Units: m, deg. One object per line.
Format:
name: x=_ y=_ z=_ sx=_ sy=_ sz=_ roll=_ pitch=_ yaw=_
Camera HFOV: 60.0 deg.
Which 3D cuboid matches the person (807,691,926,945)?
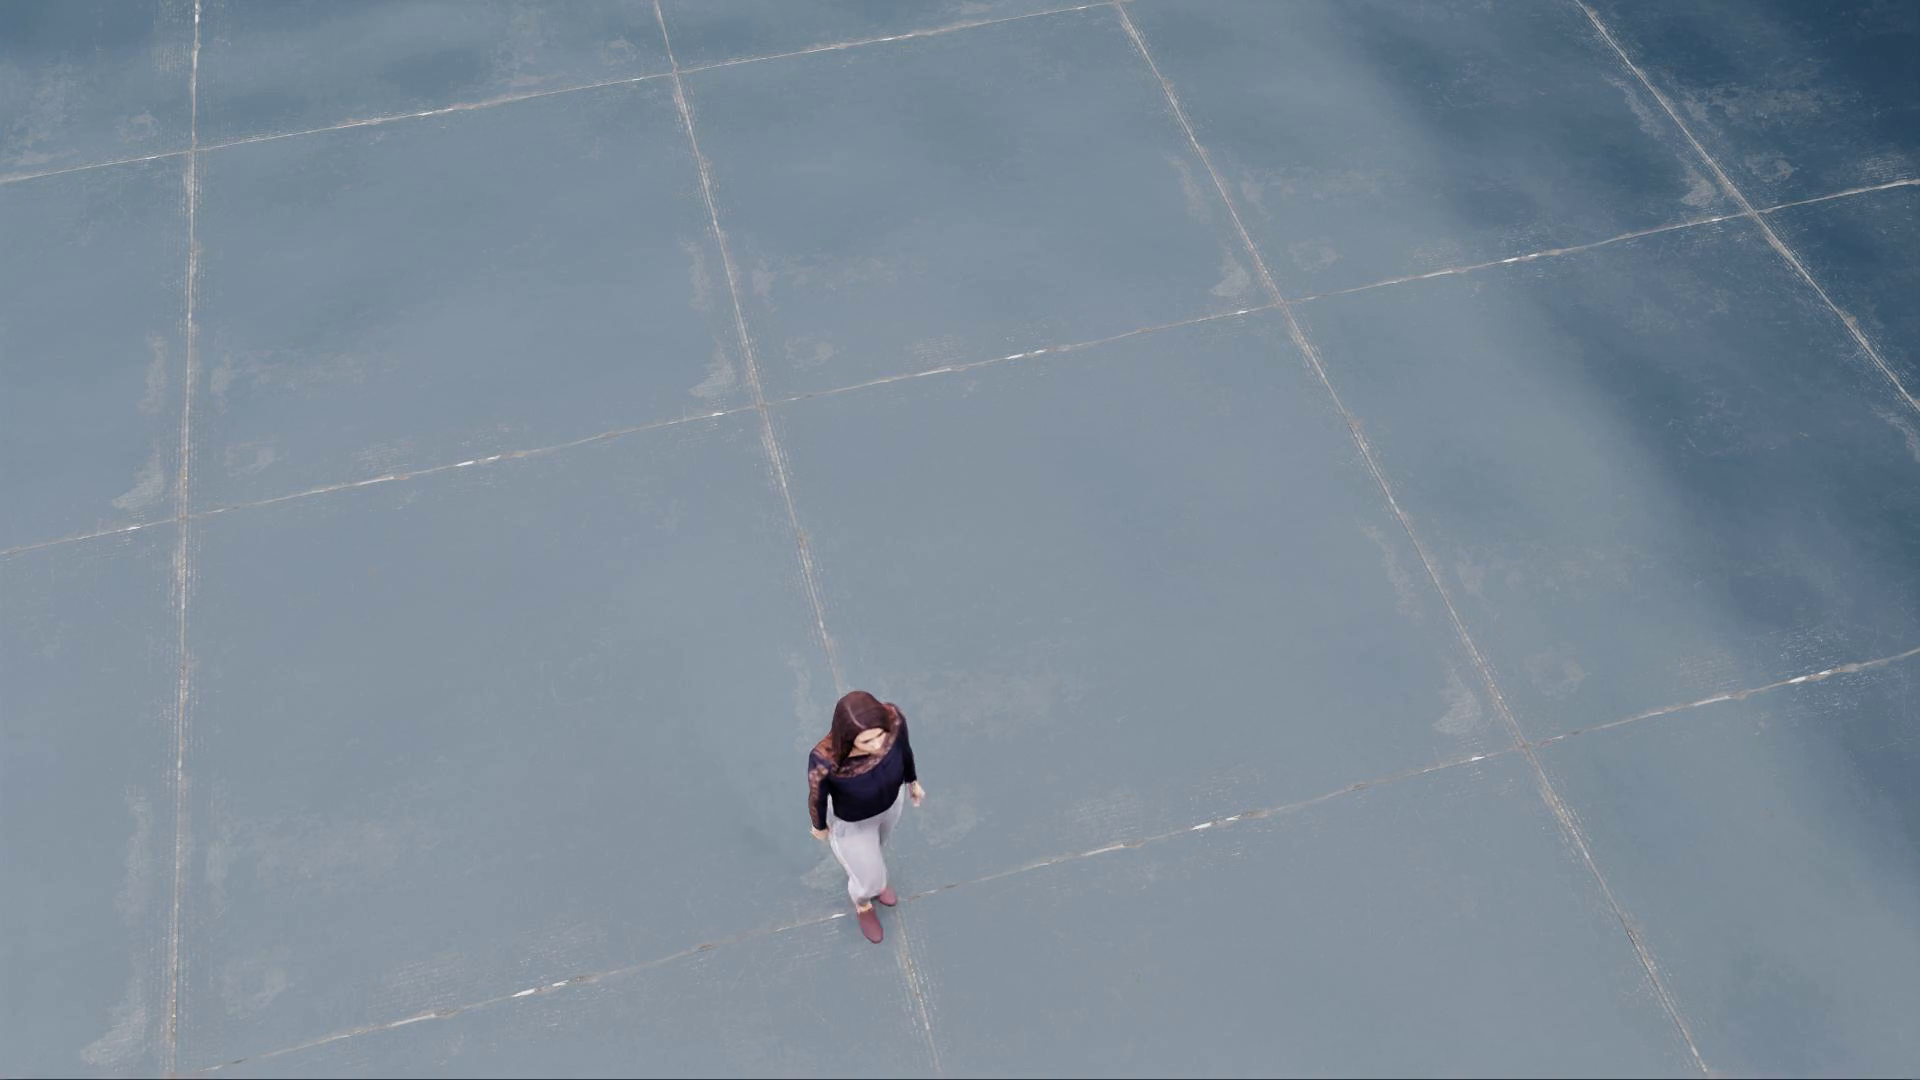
person: x=-0.416 y=1.025 z=6.595 sx=0.724 sy=1.596 sz=0.704 roll=38 pitch=61 yaw=25
